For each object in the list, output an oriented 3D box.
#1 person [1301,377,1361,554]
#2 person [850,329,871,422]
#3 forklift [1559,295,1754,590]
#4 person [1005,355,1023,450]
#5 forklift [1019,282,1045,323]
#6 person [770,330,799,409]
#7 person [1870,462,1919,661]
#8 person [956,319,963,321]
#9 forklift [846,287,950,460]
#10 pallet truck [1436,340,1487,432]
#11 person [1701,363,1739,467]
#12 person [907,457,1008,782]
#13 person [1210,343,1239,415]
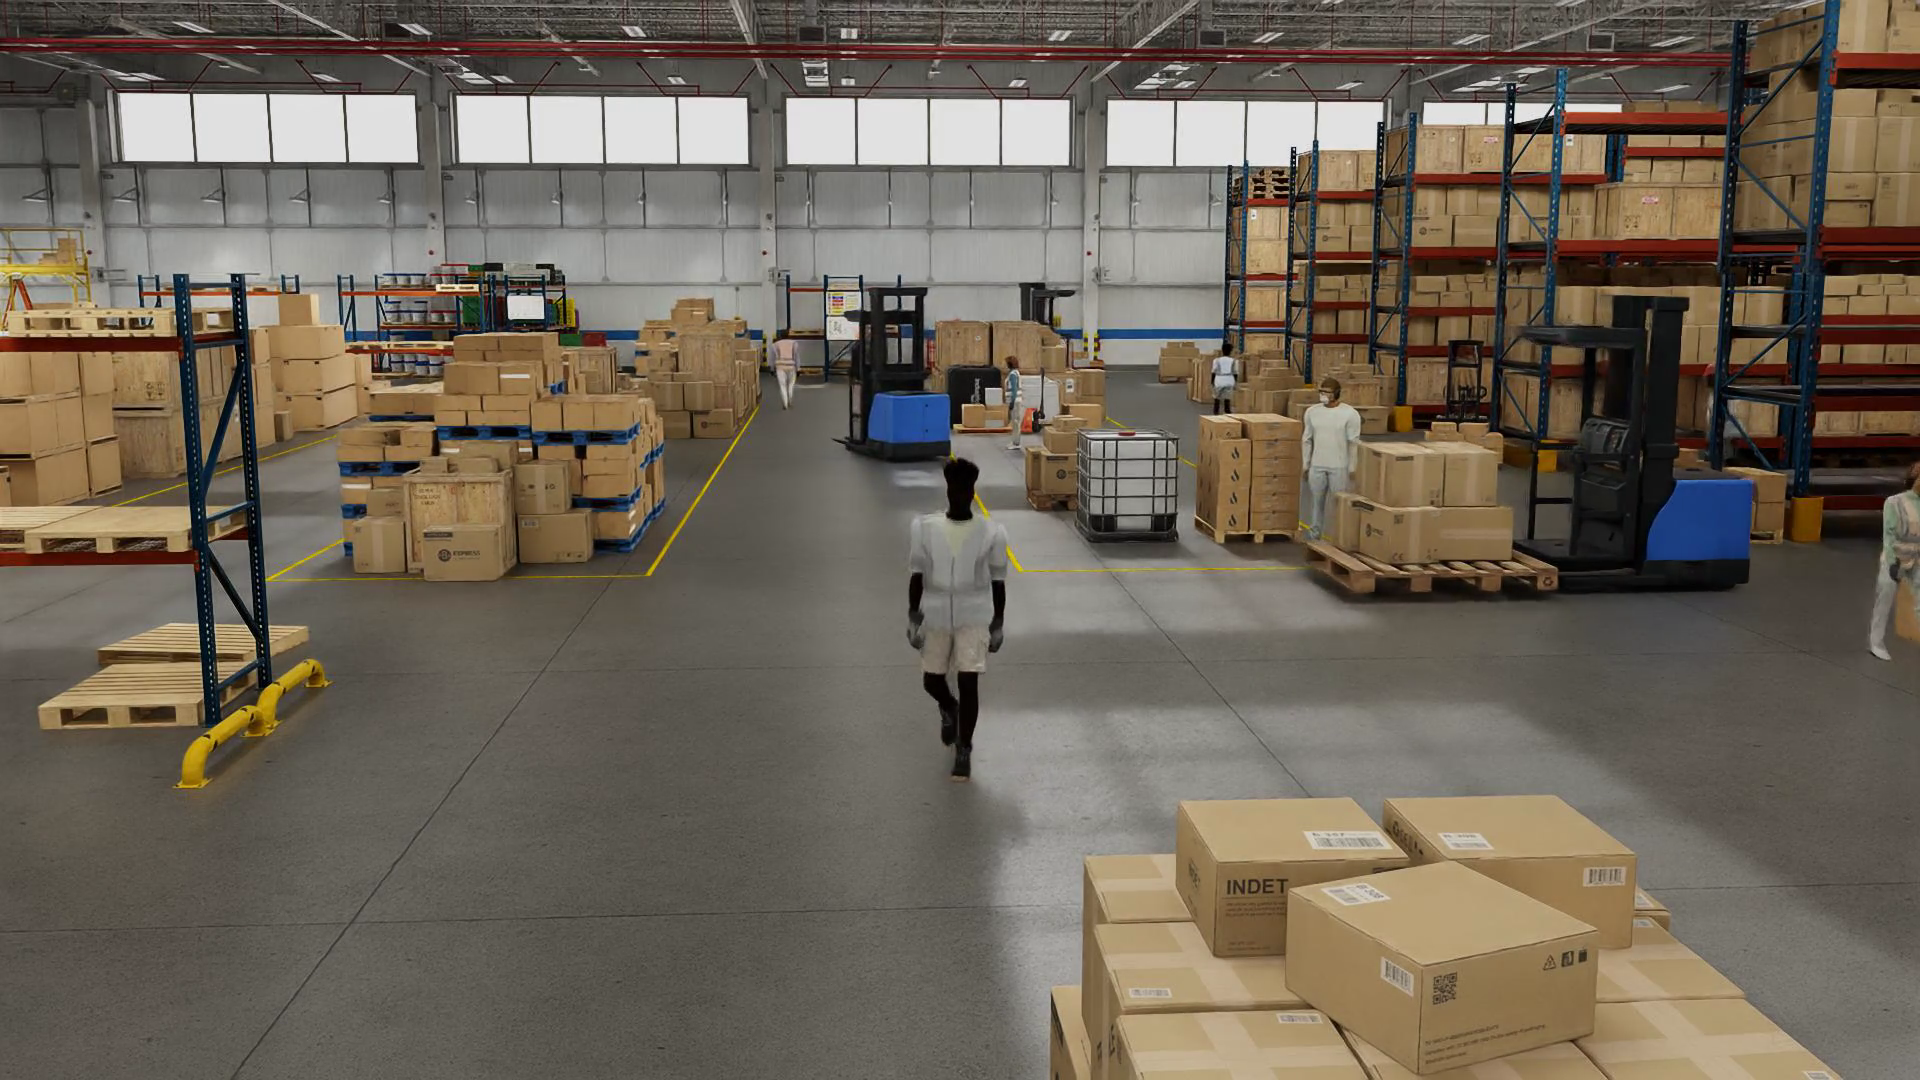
[{"bbox_3d":[3.975,-0.778,17.875,0.629,1.936,0.371,6,11,34],"label":"person"},{"bbox_3d":[-1.919,-3.317,33.797,0.639,1.942,1.052,-3,9,-15],"label":"person"},{"bbox_3d":[6.629,-0.978,16.170,1.873,2.768,1.129,-1,9,-4],"label":"forklift"},{"bbox_3d":[0.931,-2.386,28.907,0.315,1.636,0.514,1,9,5],"label":"person"},{"bbox_3d":[1.922,-5.534,44.780,1.873,2.768,1.129,5,10,30],"label":"forklift"},{"bbox_3d":[-3.975,-3.866,37.722,0.644,1.795,0.953,-2,9,-13],"label":"person"},{"bbox_3d":[7.323,0.202,12.778,0.521,1.587,0.894,0,9,-1],"label":"person"},{"bbox_3d":[-0.009,-4.843,43.561,0.996,1.884,0.547,-1,9,-7],"label":"person"},{"bbox_3d":[-1.024,-2.809,27.666,1.129,2.768,1.873,-5,10,-28],"label":"forklift"},{"bbox_3d":[8.004,-2.170,26.422,0.823,1.965,1.885,2,9,14],"label":"pallet truck"},{"bbox_3d":[10.038,-1.392,21.999,1.035,1.867,0.622,7,12,38],"label":"person"},{"bbox_3d":[-0.008,0.449,10.107,0.613,1.948,0.650,1,9,9],"label":"person"},{"bbox_3d":[5.284,-3.102,33.316,0.592,1.656,0.678,0,9,1],"label":"person"}]
